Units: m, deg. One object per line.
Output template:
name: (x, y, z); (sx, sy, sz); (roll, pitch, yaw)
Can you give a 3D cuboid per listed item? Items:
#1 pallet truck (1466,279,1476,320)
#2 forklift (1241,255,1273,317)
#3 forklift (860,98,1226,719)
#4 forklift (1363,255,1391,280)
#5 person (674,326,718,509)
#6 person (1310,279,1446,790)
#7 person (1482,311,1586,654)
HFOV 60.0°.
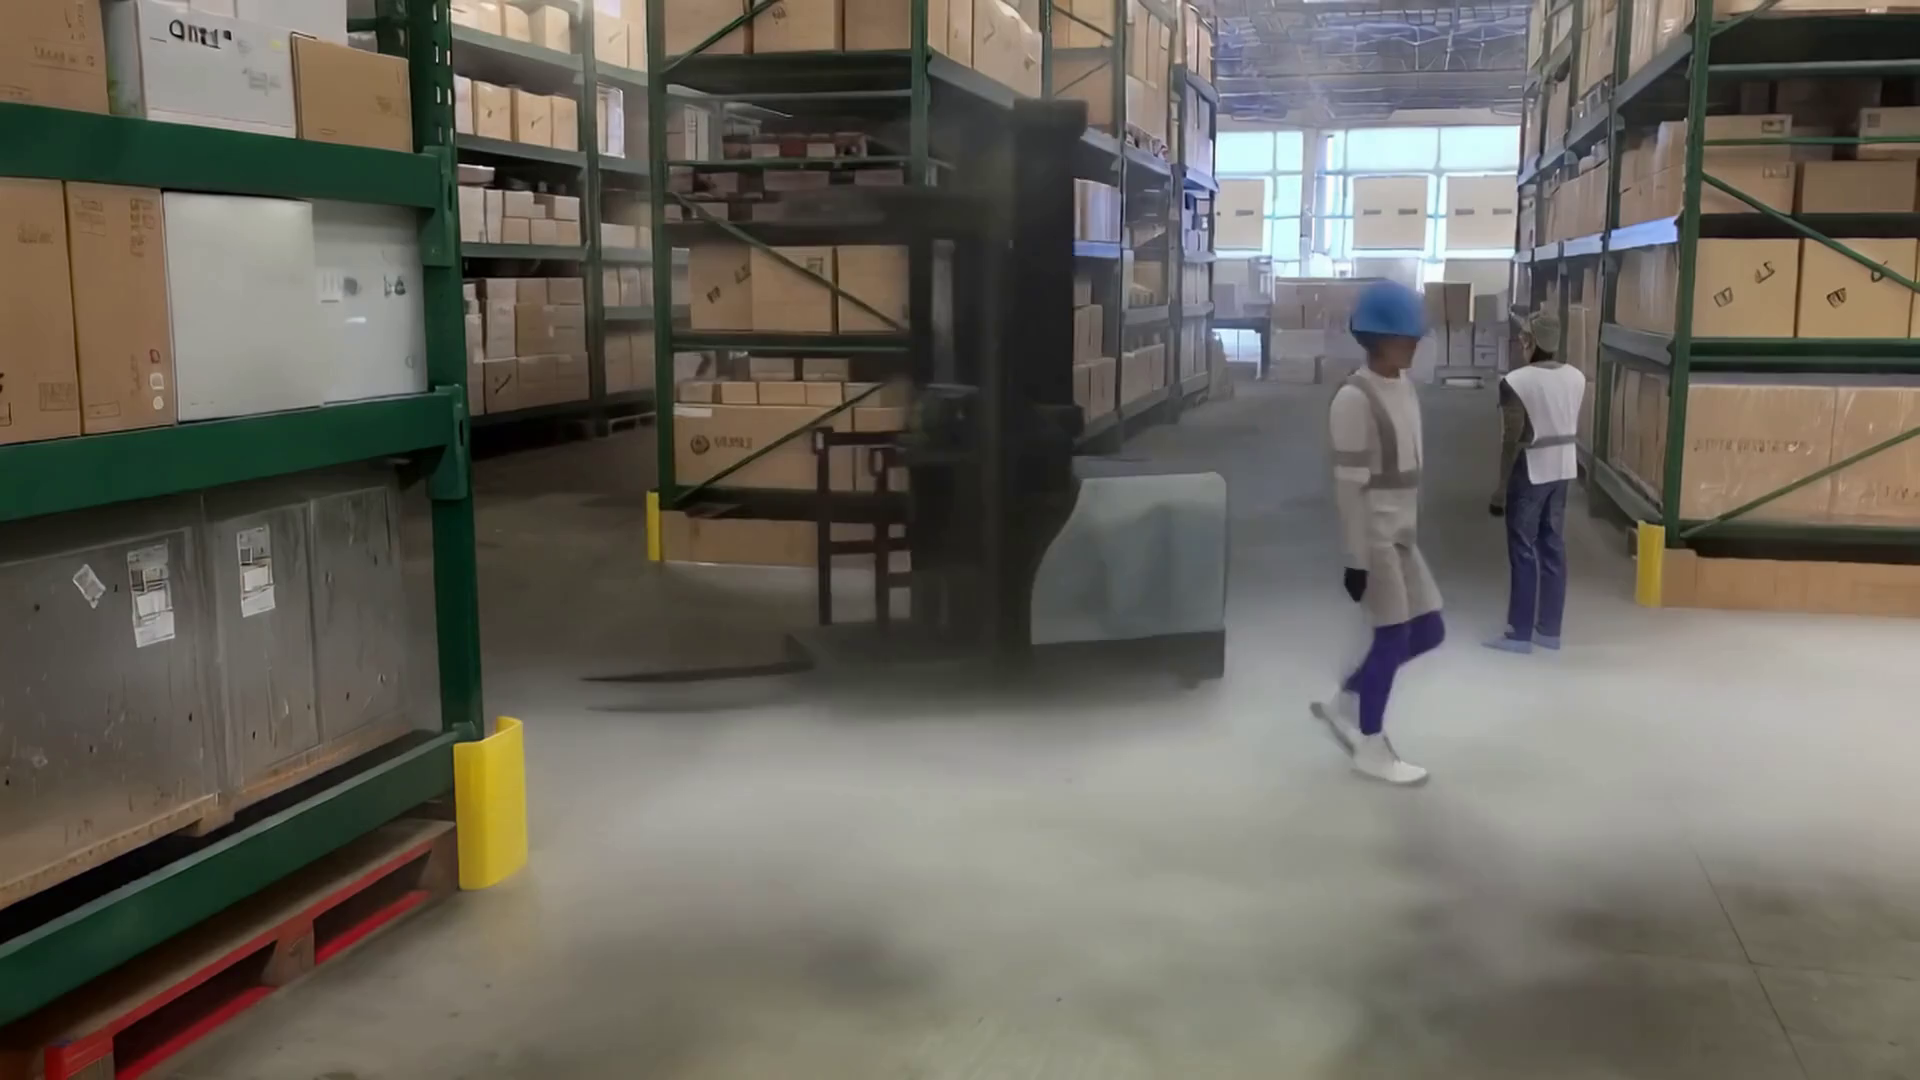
pallet truck: (18.896, -8.459, 60.307); (1.885, 1.965, 0.823); (5, 10, 31)
forklift: (10.551, -8.662, 58.805); (1.129, 2.768, 1.873); (2, 9, 15)
forklift: (0.276, -0.682, 8.107); (1.873, 2.768, 1.129); (-3, 9, -19)
forklift: (14.254, -8.372, 56.961); (1.129, 2.768, 1.873); (-1, 9, -5)
person: (-2.367, -1.100, 14.820); (0.537, 1.587, 0.863); (2, 9, 12)
person: (1.685, -0.013, 6.569); (0.460, 2.011, 0.628); (6, 11, 35)
person: (3.112, -0.303, 8.969); (0.570, 1.845, 0.383); (-5, 10, -30)
